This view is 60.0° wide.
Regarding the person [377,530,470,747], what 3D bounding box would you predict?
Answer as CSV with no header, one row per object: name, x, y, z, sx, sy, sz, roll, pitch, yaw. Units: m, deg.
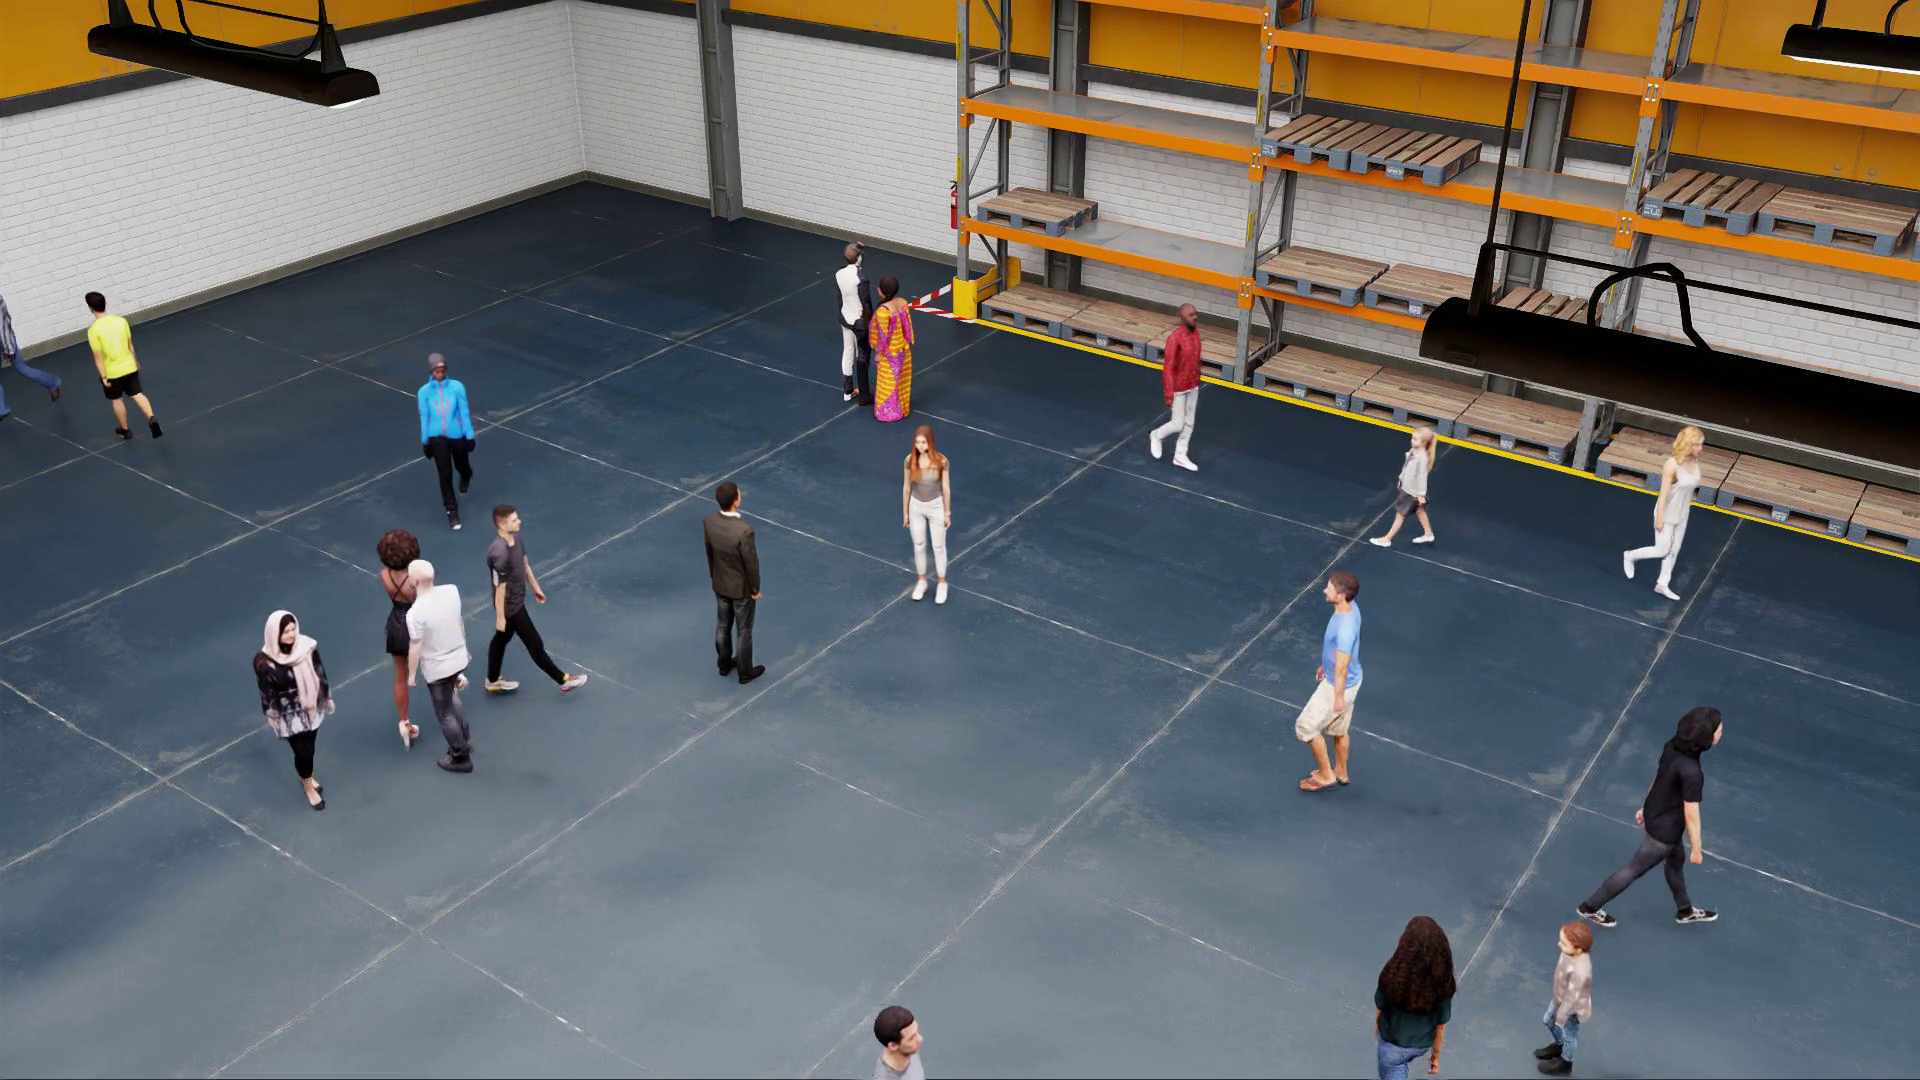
person,-4.341,0.807,13.001,1.083,1.734,0.925,5,29,10

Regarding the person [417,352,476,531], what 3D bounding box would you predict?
person,-5.035,-1.044,16.358,1.039,1.771,1.179,-8,30,-14

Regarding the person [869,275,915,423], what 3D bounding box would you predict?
person,-0.787,-2.165,18.502,0.661,1.686,0.654,16,32,26

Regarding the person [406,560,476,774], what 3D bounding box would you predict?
person,-3.850,0.974,12.607,0.704,1.820,0.722,12,31,21

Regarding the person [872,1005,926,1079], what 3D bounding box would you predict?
person,-0.425,3.141,8.603,1.263,1.850,0.886,9,30,16

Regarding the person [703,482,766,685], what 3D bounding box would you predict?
person,-1.882,0.348,13.775,0.468,1.801,0.739,17,33,29

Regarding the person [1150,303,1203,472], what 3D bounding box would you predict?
person,2.261,-1.628,17.387,0.798,1.811,0.934,-22,36,-34

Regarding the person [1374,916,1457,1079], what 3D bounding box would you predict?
person,2.519,2.893,9.347,1.115,1.573,1.091,-1,29,-2

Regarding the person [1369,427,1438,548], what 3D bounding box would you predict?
person,4.396,-0.487,15.886,0.942,1.245,0.813,0,29,-1

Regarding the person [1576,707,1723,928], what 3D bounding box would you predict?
person,4.567,1.871,11.001,1.264,1.784,0.998,4,29,8

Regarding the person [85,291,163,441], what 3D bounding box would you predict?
person,-9.017,-1.844,17.909,0.950,1.689,0.673,22,35,34

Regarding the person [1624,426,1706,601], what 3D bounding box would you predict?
person,6.394,-0.281,15.075,0.800,1.659,0.939,-16,32,-26

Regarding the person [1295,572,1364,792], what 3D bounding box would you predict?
person,2.914,1.073,12.397,0.741,1.847,0.714,10,30,18

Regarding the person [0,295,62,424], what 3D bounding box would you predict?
person,-10.558,-2.197,18.478,1.082,1.765,0.821,14,31,23

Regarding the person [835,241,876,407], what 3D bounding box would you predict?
person,-1.175,-2.458,18.822,0.781,1.893,0.585,-25,38,-38

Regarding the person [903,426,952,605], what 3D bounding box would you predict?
person,-0.287,-0.254,14.966,0.596,1.717,0.721,5,29,9

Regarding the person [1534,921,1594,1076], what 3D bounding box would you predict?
person,3.718,2.765,9.989,0.605,1.182,0.566,5,29,9

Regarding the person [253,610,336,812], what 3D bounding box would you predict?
person,-4.987,1.200,12.409,0.735,1.612,0.643,23,36,36

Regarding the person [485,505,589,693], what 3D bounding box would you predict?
person,-3.731,0.532,13.525,1.213,1.718,1.076,0,29,-1
